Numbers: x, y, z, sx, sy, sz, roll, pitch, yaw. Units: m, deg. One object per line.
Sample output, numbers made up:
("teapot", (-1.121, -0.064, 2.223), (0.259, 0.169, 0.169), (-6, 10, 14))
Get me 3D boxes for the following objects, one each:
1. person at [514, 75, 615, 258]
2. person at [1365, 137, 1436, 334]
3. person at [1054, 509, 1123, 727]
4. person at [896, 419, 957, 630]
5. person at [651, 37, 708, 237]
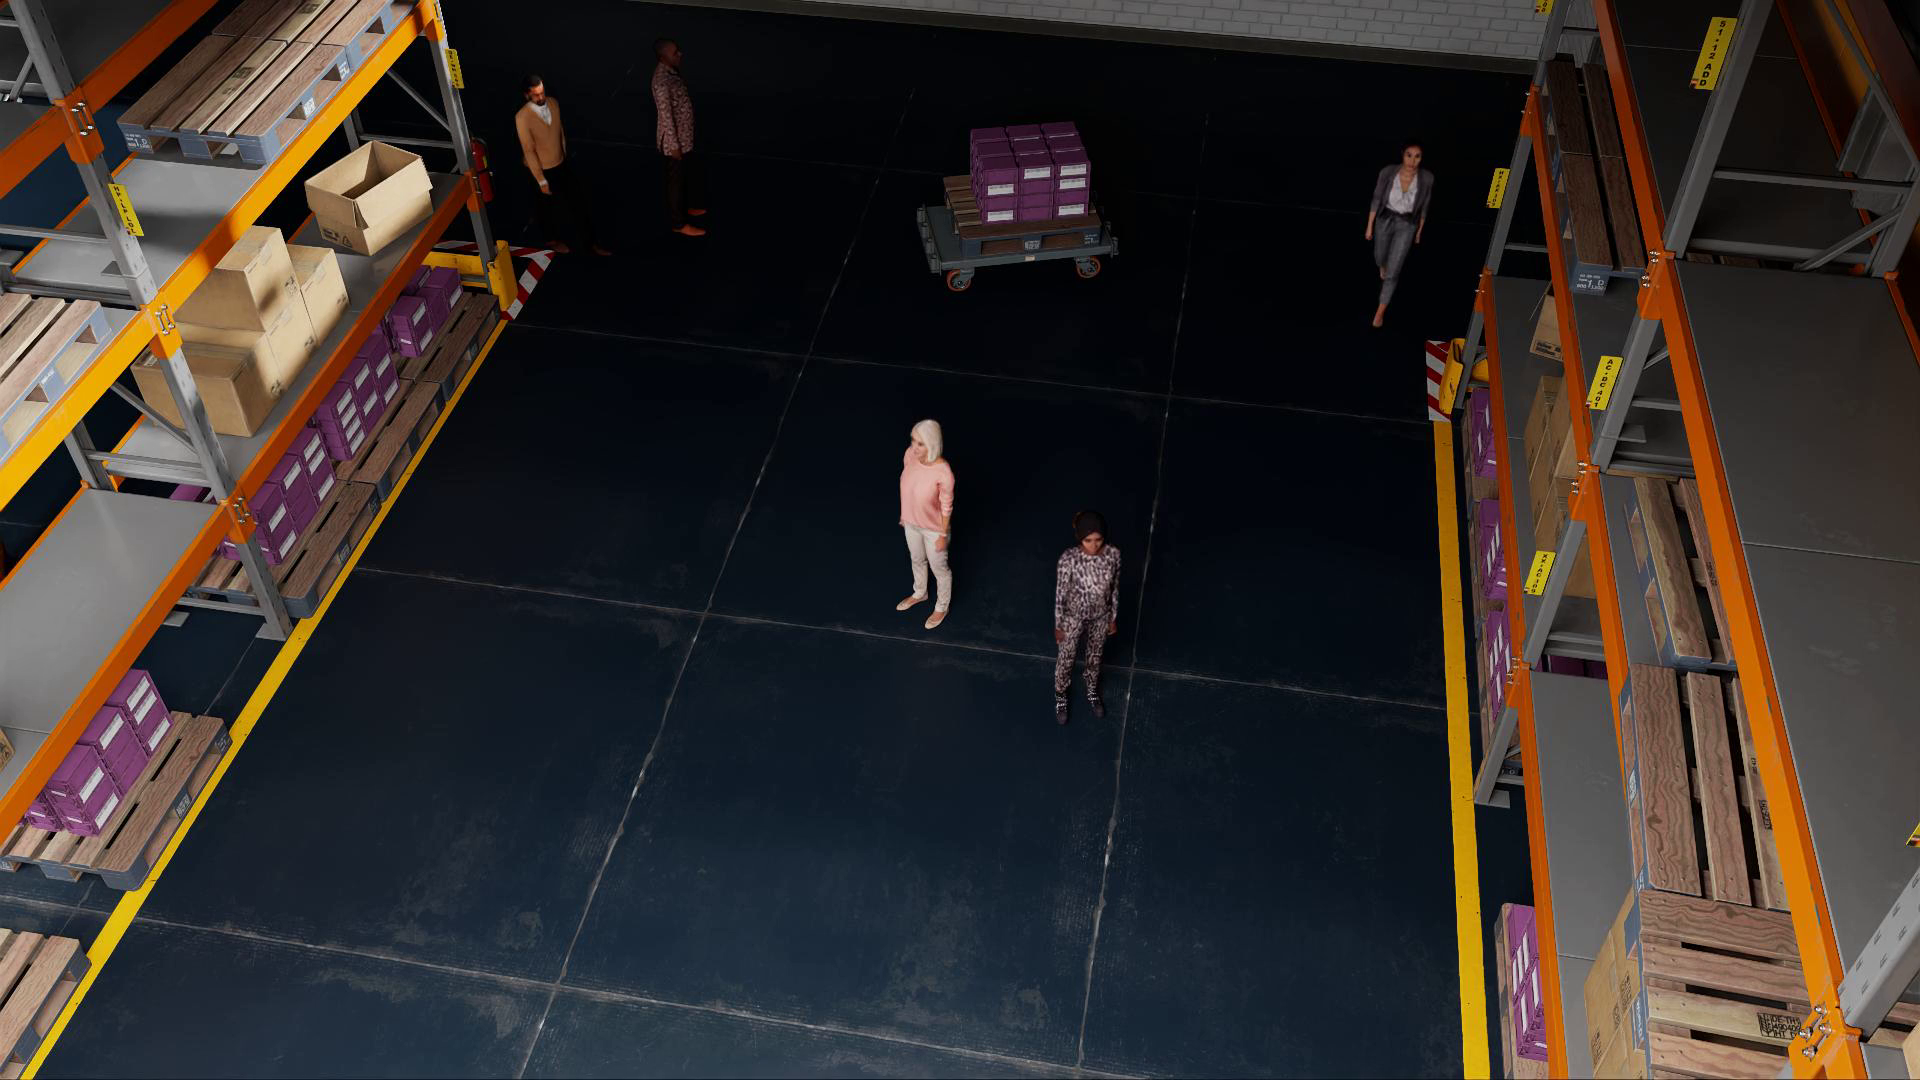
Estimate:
("person", (-3.609, -3.222, 14.317), (0.984, 1.729, 1.009), (28, 50, 26))
("person", (3.593, -2.595, 13.722), (0.746, 1.643, 1.129), (14, 45, 15))
("person", (0.787, 0.482, 10.440), (0.659, 1.714, 0.676), (-8, 44, -9))
("person", (-0.215, -0.131, 11.077), (0.682, 1.724, 0.698), (33, 52, 29))
("person", (-2.517, -3.564, 14.619), (0.790, 1.808, 0.600), (-1, 44, -1))
